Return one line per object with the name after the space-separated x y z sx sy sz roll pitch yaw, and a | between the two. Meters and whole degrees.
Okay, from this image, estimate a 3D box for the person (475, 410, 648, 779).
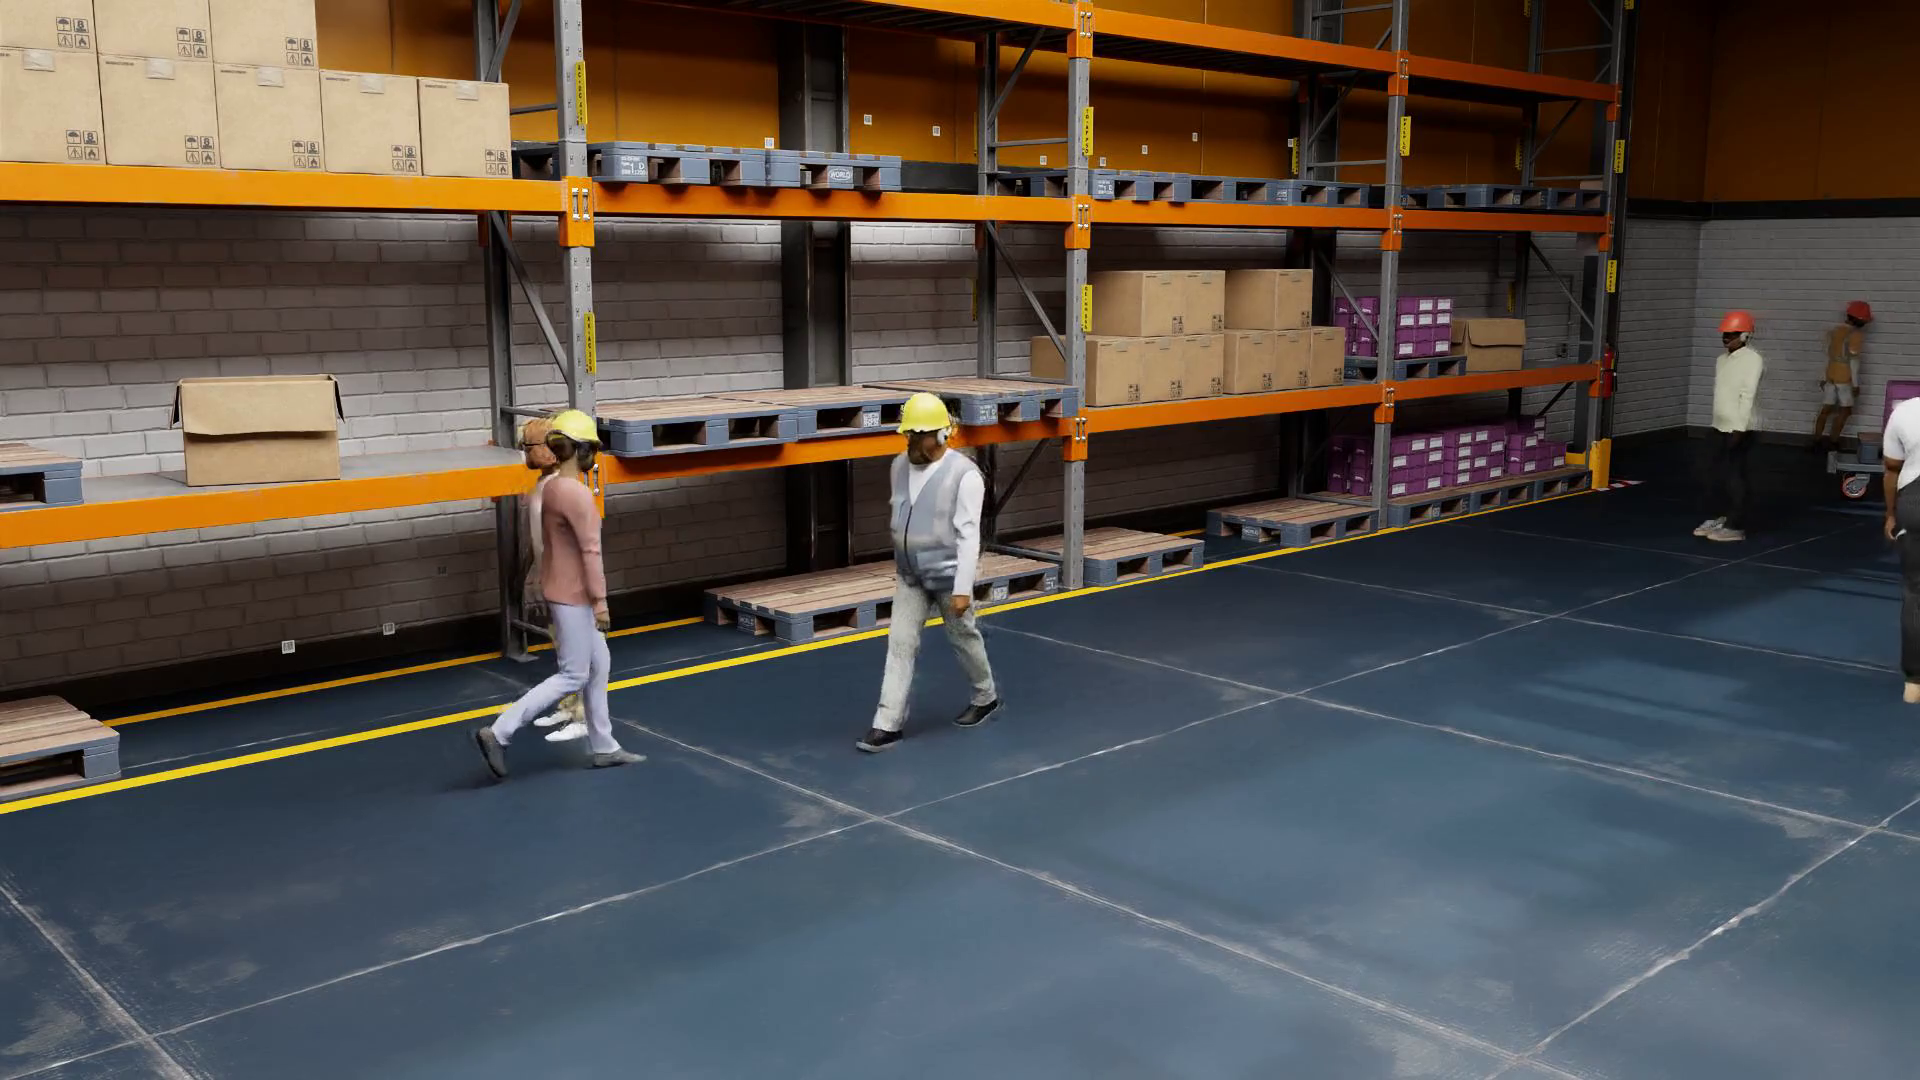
-1.871 0.267 7.714 0.752 1.727 0.519 -5 11 -25 | person

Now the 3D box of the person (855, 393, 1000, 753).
-0.109 0.143 8.304 0.602 1.778 0.958 8 12 38 | person

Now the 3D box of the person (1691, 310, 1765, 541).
6.521 -0.960 14.166 0.508 1.976 0.617 -2 10 -13 | person

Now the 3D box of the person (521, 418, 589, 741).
-2.046 0.195 8.417 0.282 1.625 0.492 -4 11 -23 | person

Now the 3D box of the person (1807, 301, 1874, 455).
10.728 -1.964 20.302 0.435 1.891 0.737 0 10 -2 | person

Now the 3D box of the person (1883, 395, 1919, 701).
5.448 -0.138 9.149 0.692 2.000 0.677 7 12 34 | person
